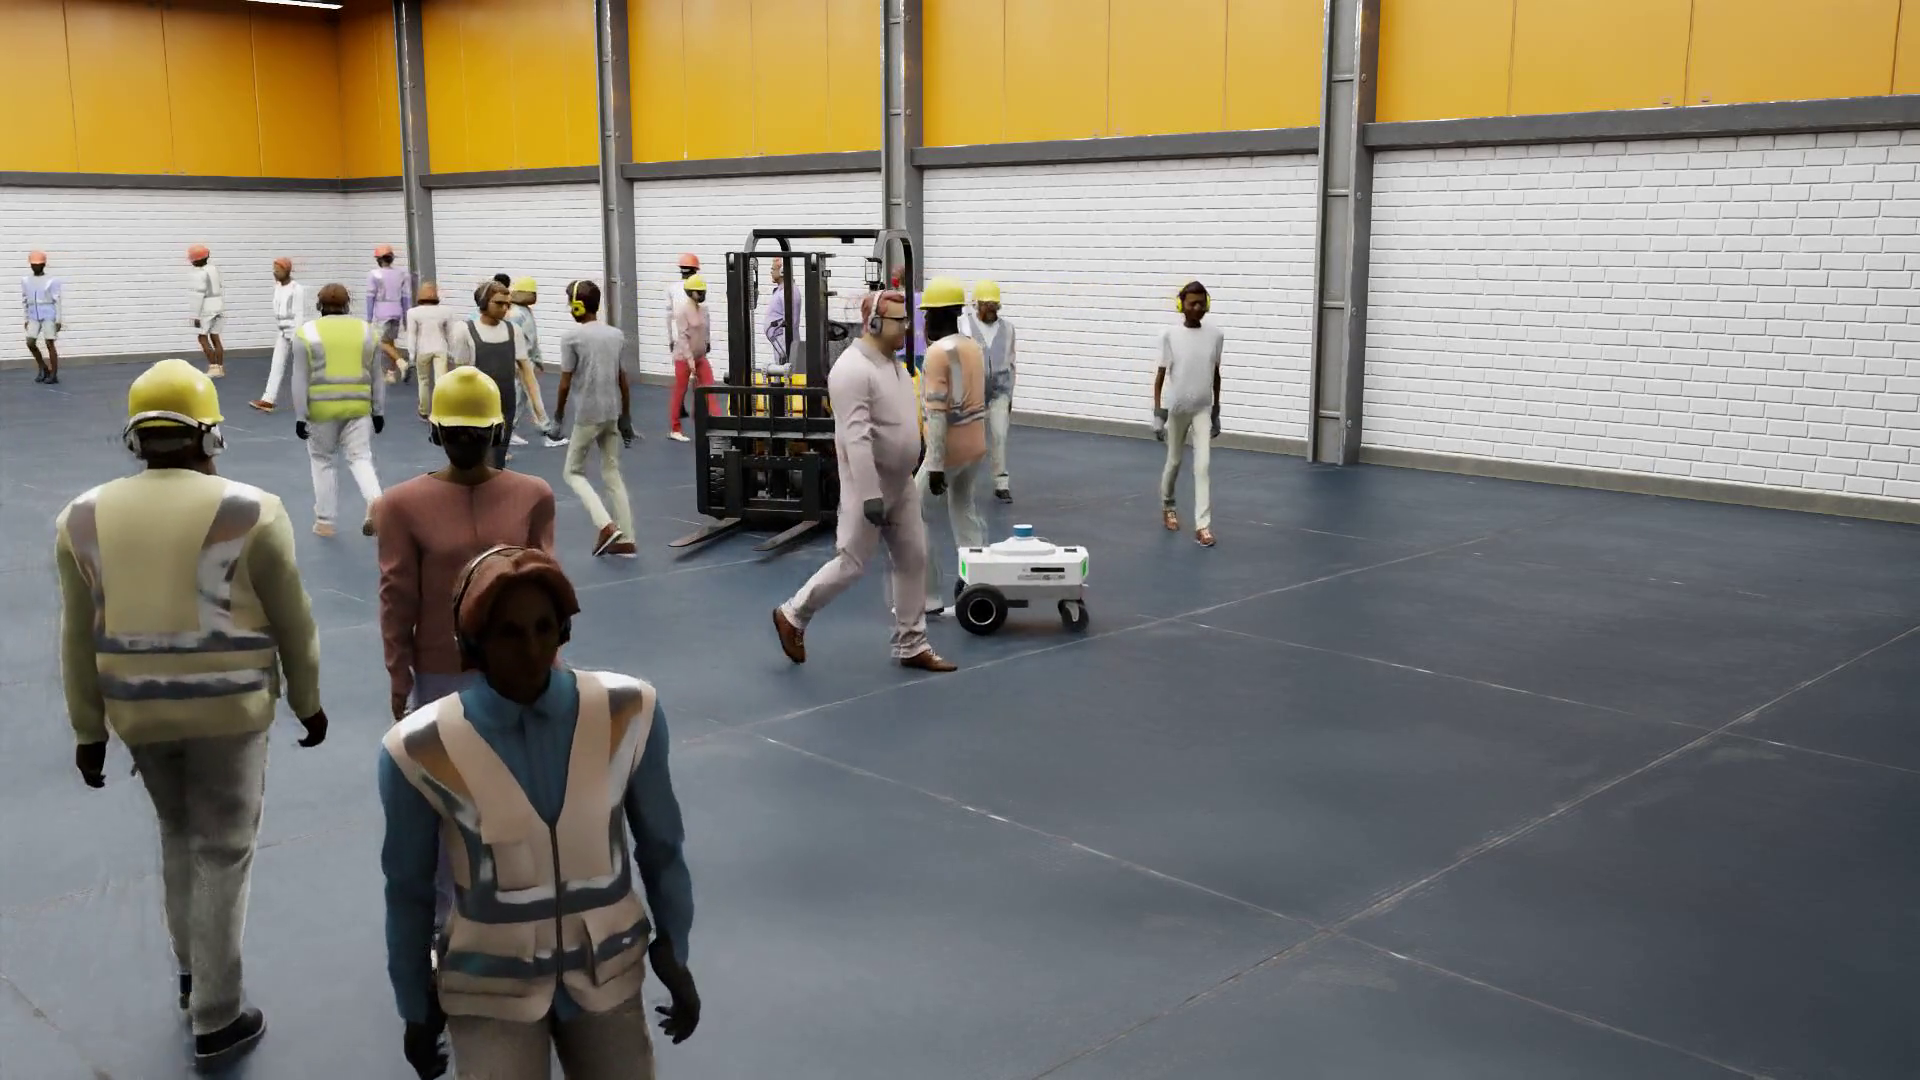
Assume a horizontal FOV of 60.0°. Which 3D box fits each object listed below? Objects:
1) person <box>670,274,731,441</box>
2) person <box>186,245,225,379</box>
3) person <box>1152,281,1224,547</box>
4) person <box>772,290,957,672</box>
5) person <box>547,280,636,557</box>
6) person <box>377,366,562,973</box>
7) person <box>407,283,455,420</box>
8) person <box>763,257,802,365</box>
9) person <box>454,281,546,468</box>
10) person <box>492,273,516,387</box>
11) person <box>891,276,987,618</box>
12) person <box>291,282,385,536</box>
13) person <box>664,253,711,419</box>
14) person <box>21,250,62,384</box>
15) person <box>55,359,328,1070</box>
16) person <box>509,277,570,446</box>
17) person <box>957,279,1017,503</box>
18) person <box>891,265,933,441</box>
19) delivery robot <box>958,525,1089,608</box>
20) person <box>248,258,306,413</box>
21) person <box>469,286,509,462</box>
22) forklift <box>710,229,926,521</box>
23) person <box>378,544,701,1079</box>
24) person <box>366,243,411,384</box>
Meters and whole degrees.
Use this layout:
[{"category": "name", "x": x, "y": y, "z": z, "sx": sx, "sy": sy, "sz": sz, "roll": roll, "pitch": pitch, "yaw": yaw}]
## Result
[{"category": "person", "x": -2.675, "y": -1.850, "z": 17.099, "sx": 0.888, "sy": 1.726, "sz": 0.525, "roll": 7, "pitch": 12, "yaw": 33}, {"category": "person", "x": -11.138, "y": -3.373, "z": 24.712, "sx": 0.399, "sy": 1.994, "sz": 0.657, "roll": 1, "pitch": 10, "yaw": 4}, {"category": "person", "x": 1.597, "y": -0.911, "z": 11.736, "sx": 0.541, "sy": 1.825, "sz": 0.988, "roll": -1, "pitch": 10, "yaw": -8}, {"category": "person", "x": -0.471, "y": -0.283, "z": 8.138, "sx": 0.857, "sy": 1.880, "sz": 0.634, "roll": 5, "pitch": 12, "yaw": 26}, {"category": "person", "x": -2.385, "y": -0.779, "z": 10.921, "sx": 0.436, "sy": 1.845, "sz": 0.535, "roll": 8, "pitch": 13, "yaw": 38}, {"category": "person", "x": -1.409, "y": 0.372, "z": 4.869, "sx": 0.530, "sy": 1.765, "sz": 0.326, "roll": -7, "pitch": 12, "yaw": -32}, {"category": "person", "x": -5.995, "y": -2.108, "z": 18.853, "sx": 0.527, "sy": 1.582, "sz": 0.859, "roll": -5, "pitch": 12, "yaw": -26}, {"category": "person", "x": -1.904, "y": -2.086, "z": 17.883, "sx": 0.410, "sy": 1.909, "sz": 0.643, "roll": -2, "pitch": 11, "yaw": -11}, {"category": "person", "x": -3.260, "y": -0.922, "z": 11.836, "sx": 0.534, "sy": 1.805, "sz": 0.899, "roll": -9, "pitch": 14, "yaw": -41}, {"category": "person", "x": -5.600, "y": -2.454, "z": 20.510, "sx": 0.539, "sy": 1.674, "sz": 0.664, "roll": -3, "pitch": 11, "yaw": -14}, {"category": "person", "x": -0.130, "y": -0.491, "z": 9.188, "sx": 0.661, "sy": 1.902, "sz": 0.608, "roll": 5, "pitch": 12, "yaw": 27}, {"category": "person", "x": -4.334, "y": -0.900, "z": 11.673, "sx": 0.641, "sy": 1.814, "sz": 0.782, "roll": -8, "pitch": 13, "yaw": -38}, {"category": "person", "x": -3.168, "y": -2.377, "z": 19.445, "sx": 0.553, "sy": 1.919, "sz": 0.430, "roll": 3, "pitch": 11, "yaw": 16}, {"category": "person", "x": -13.174, "y": -3.189, "z": 23.861, "sx": 0.566, "sy": 1.917, "sz": 0.436, "roll": 0, "pitch": 10, "yaw": -2}, {"category": "person", "x": -1.995, "y": 0.435, "z": 4.408, "sx": 0.586, "sy": 1.810, "sz": 0.704, "roll": 1, "pitch": 10, "yaw": 3}, {"category": "person", "x": -4.358, "y": -1.807, "z": 16.886, "sx": 0.742, "sy": 1.705, "sz": 0.506, "roll": 0, "pitch": 10, "yaw": 0}, {"category": "person", "x": 0.178, "y": -1.229, "z": 13.525, "sx": 0.577, "sy": 1.796, "sz": 0.846, "roll": -3, "pitch": 11, "yaw": -14}, {"category": "person", "x": -0.541, "y": -1.864, "z": 16.871, "sx": 0.597, "sy": 1.833, "sz": 0.484, "roll": -4, "pitch": 11, "yaw": -21}, {"category": "delivery robot", "x": 0.346, "y": 0.160, "z": 9.072, "sx": 0.707, "sy": 0.478, "sz": 0.477, "roll": 0, "pitch": 10, "yaw": -1}, {"category": "person", "x": -8.131, "y": -2.433, "z": 19.931, "sx": 0.611, "sy": 1.843, "sz": 0.924, "roll": 7, "pitch": 13, "yaw": 34}, {"category": "person", "x": -4.500, "y": -1.559, "z": 15.666, "sx": 0.375, "sy": 1.667, "sz": 0.626, "roll": -5, "pitch": 12, "yaw": -28}, {"category": "forklift", "x": -1.050, "y": -1.319, "z": 12.920, "sx": 1.214, "sy": 2.155, "sz": 2.313, "roll": 2, "pitch": 11, "yaw": 13}, {"category": "person", "x": -0.768, "y": 0.784, "z": 3.010, "sx": 0.525, "sy": 1.619, "sz": 0.654, "roll": -5, "pitch": 12, "yaw": -28}, {"category": "person", "x": -8.095, "y": -3.205, "z": 23.694, "sx": 0.790, "sy": 2.020, "sz": 0.620, "roll": 7, "pitch": 13, "yaw": 35}]
